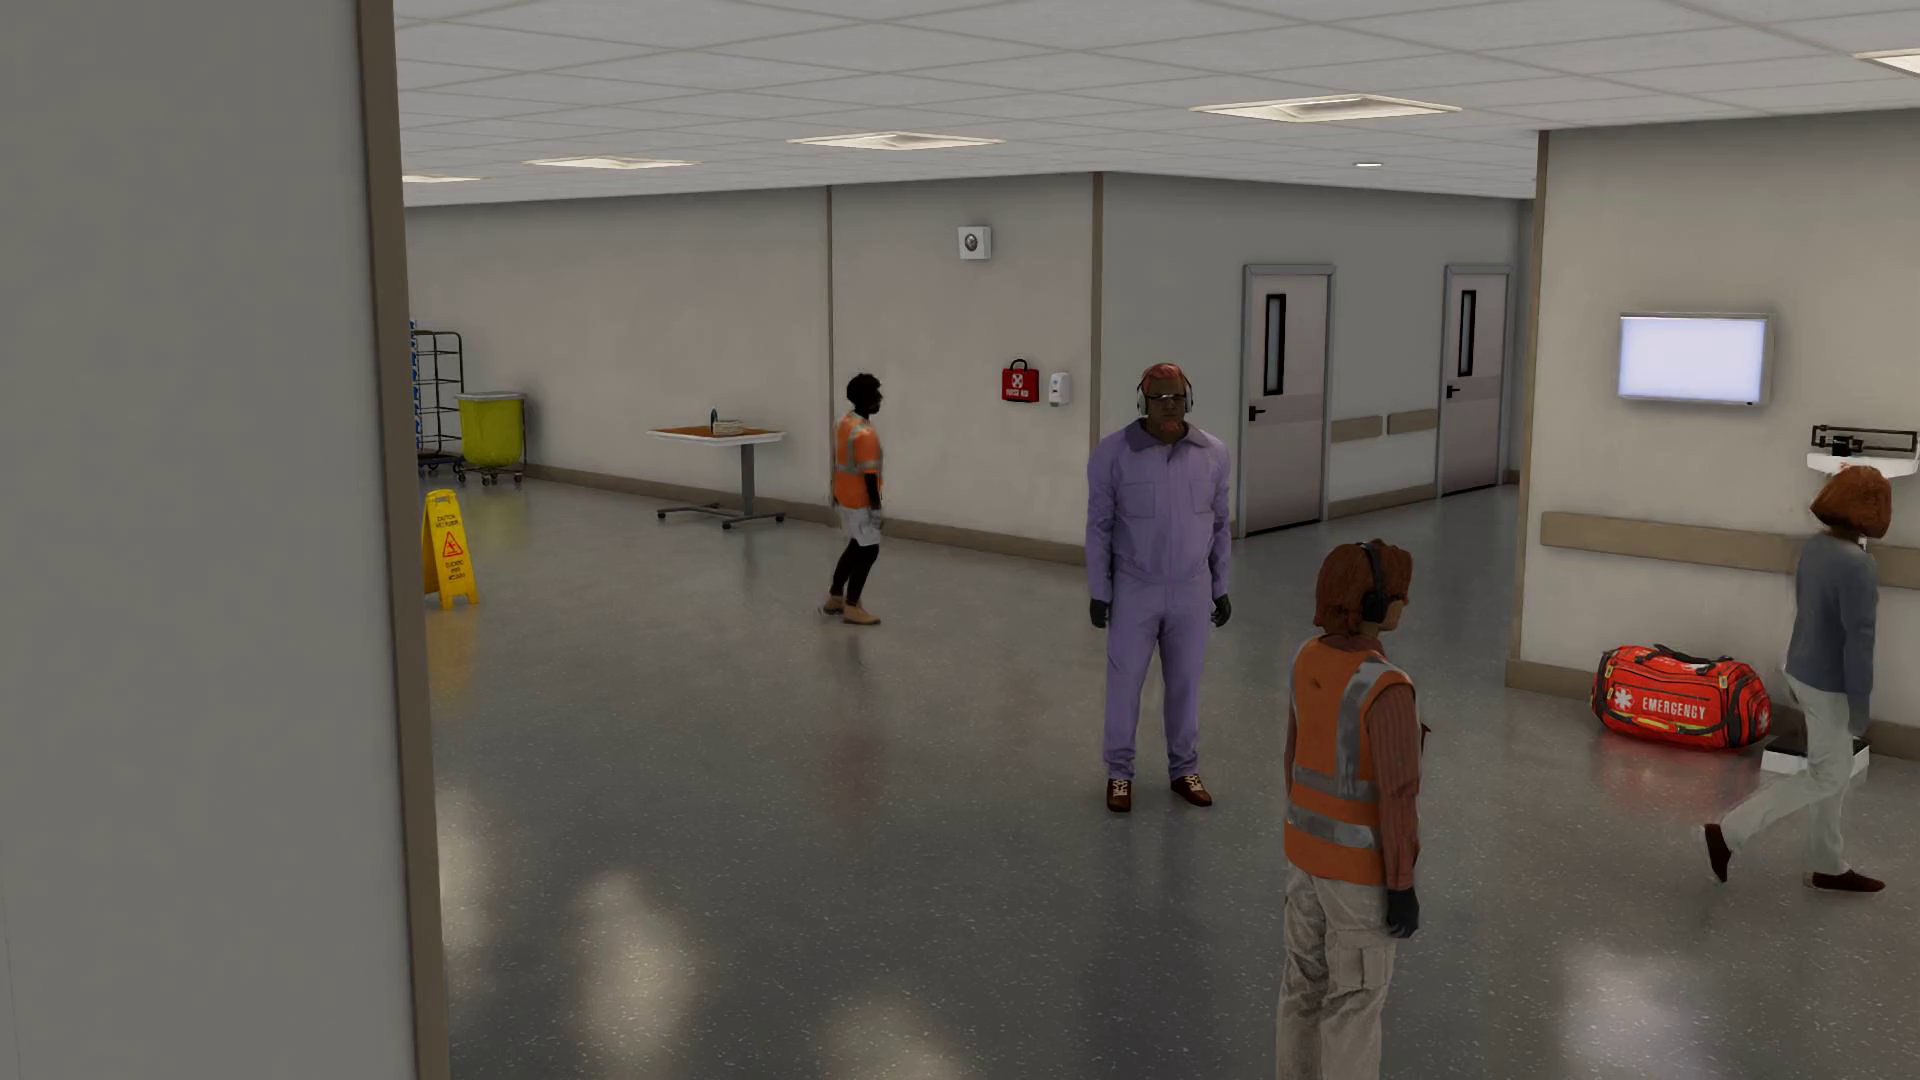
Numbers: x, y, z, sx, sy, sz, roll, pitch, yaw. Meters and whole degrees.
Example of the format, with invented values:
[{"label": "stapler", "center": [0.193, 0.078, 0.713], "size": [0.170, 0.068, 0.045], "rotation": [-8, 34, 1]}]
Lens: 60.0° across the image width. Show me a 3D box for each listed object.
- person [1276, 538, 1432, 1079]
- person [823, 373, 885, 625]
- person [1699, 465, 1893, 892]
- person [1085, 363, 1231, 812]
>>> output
[{"label": "person", "center": [0.969, 0.812, 4.156], "size": [0.314, 1.641, 0.515], "rotation": [-3, 10, -16]}, {"label": "person", "center": [-0.660, -0.259, 10.708], "size": [0.343, 1.646, 0.641], "rotation": [-3, 10, -19]}, {"label": "person", "center": [3.070, 0.521, 6.044], "size": [0.639, 1.609, 0.545], "rotation": [1, 9, 7]}, {"label": "person", "center": [0.856, 0.202, 7.085], "size": [0.649, 1.907, 0.409], "rotation": [-2, 9, -11]}]
